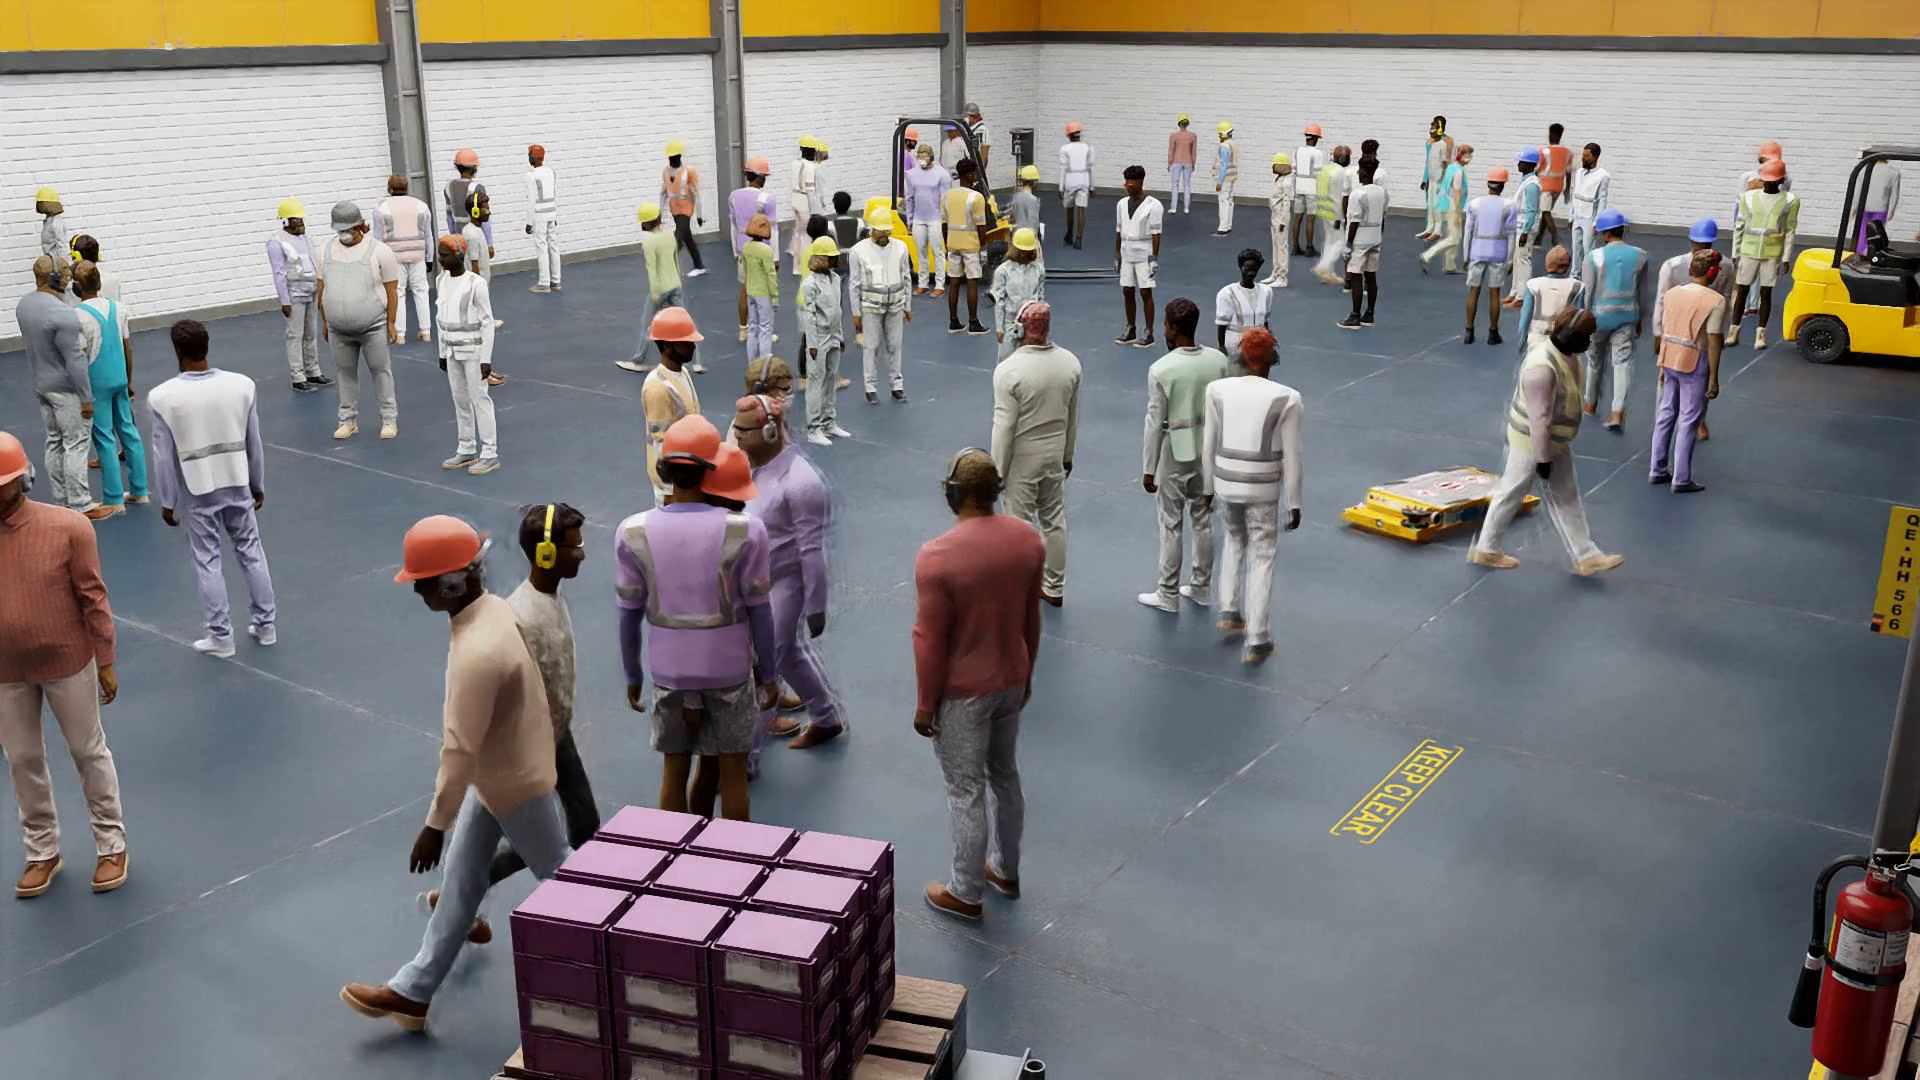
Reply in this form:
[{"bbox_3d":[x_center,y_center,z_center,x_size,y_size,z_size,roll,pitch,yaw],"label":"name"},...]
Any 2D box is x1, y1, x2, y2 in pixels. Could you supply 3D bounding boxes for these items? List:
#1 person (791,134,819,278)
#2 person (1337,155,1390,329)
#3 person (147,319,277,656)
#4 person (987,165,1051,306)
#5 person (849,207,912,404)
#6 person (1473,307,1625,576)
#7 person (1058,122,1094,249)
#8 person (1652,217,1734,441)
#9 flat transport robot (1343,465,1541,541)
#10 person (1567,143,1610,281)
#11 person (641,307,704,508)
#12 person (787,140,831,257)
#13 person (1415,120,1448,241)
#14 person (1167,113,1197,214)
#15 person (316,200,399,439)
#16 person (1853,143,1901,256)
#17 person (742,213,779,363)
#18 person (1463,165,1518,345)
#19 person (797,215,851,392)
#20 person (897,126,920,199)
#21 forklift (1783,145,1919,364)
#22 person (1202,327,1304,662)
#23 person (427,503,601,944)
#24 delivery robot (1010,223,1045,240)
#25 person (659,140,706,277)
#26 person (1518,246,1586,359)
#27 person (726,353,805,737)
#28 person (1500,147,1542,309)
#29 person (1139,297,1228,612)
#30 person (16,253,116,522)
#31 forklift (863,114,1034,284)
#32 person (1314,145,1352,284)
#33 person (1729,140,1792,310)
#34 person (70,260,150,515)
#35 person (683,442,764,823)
[{"bbox_3d":[-2.091,-4.551,22.700,0.407,1.918,0.584,-9,20,-25],"label":"person"},{"bbox_3d":[4.611,-3.401,19.016,0.605,1.966,0.367,-14,22,-36],"label":"person"},{"bbox_3d":[-4.197,-0.288,9.376,0.589,1.909,0.383,-17,24,-42],"label":"person"},{"bbox_3d":[0.742,-3.685,20.330,0.811,1.765,0.531,-8,19,-23],"label":"person"},{"bbox_3d":[-0.722,-2.164,15.386,0.602,1.821,0.403,-7,19,-21],"label":"person"},{"bbox_3d":[3.802,-0.610,10.605,0.974,1.773,0.694,14,22,37],"label":"person"},{"bbox_3d":[1.776,-5.444,25.551,0.585,1.869,0.957,-3,18,-10],"label":"person"},{"bbox_3d":[6.118,-1.752,13.960,0.621,1.912,0.567,3,18,8],"label":"person"},{"bbox_3d":[3.497,-0.287,12.014,1.431,0.197,0.652,-13,22,-35],"label":"flat transport robot"},{"bbox_3d":[8.031,-4.109,21.305,0.392,1.920,0.587,-5,18,-16],"label":"person"},{"bbox_3d":[-1.619,-0.385,9.626,0.354,1.939,0.544,1,18,4],"label":"person"},{"bbox_3d":[-2.156,-4.946,24.247,0.844,1.719,0.527,0,18,1],"label":"person"},{"bbox_3d":[7.494,-5.667,26.259,0.334,1.873,0.517,-2,18,-7],"label":"person"},{"bbox_3d":[3.968,-6.737,29.791,0.532,1.758,0.345,-3,18,-10],"label":"person"},{"bbox_3d":[-5.098,-1.856,14.063,0.676,2.000,0.536,0,18,-1],"label":"person"},{"bbox_3d":[12.959,-4.736,23.570,0.570,1.736,0.551,15,23,39],"label":"person"},{"bbox_3d":[-1.952,-2.391,16.392,0.287,1.635,0.499,-15,23,-38],"label":"person"},{"bbox_3d":[5.771,-3.104,18.137,0.551,1.932,0.378,9,20,26],"label":"person"},{"bbox_3d":[-1.342,-2.264,15.930,0.614,1.665,0.550,-12,21,-33],"label":"person"},{"bbox_3d":[-0.739,-4.959,23.933,0.353,1.939,0.544,-2,18,-5],"label":"person"},{"bbox_3d":[9.803,-2.879,17.013,2.313,2.155,1.214,12,21,33],"label":"forklift"},{"bbox_3d":[1.649,-0.274,9.408,0.616,1.856,0.601,10,20,29],"label":"person"},{"bbox_3d":[-1.644,0.755,6.242,0.761,1.840,0.564,2,18,5],"label":"person"},{"bbox_3d":[0.948,-4.637,25.010,0.477,0.478,0.707,17,24,42],"label":"delivery robot"},{"bbox_3d":[-3.813,-4.434,22.410,0.625,1.855,1.035,14,22,36],"label":"person"},{"bbox_3d":[5.000,-1.660,14.102,0.523,1.636,0.311,5,18,16],"label":"person"},{"bbox_3d":[-0.978,0.019,8.368,0.370,1.936,0.627,1,18,4],"label":"person"},{"bbox_3d":[6.862,-3.796,20.275,0.384,1.951,0.605,2,18,7],"label":"person"},{"bbox_3d":[1.353,-0.499,10.032,0.591,1.913,0.394,-12,21,-32],"label":"person"},{"bbox_3d":[-6.333,-1.057,11.753,0.641,1.927,0.386,12,21,32],"label":"person"},{"bbox_3d":[-0.171,-4.594,22.377,2.313,2.155,1.214,1,18,3],"label":"forklift"},{"bbox_3d":[4.976,-4.294,22.015,0.438,1.830,0.637,-2,18,-5],"label":"person"},{"bbox_3d":[9.688,-3.793,20.121,0.615,2.038,0.396,2,18,5],"label":"person"},{"bbox_3d":[-6.181,-1.096,12.001,0.336,1.845,0.513,6,19,19],"label":"person"},{"bbox_3d":[-0.958,0.529,6.799,0.388,1.924,0.549,7,19,22],"label":"person"}]
